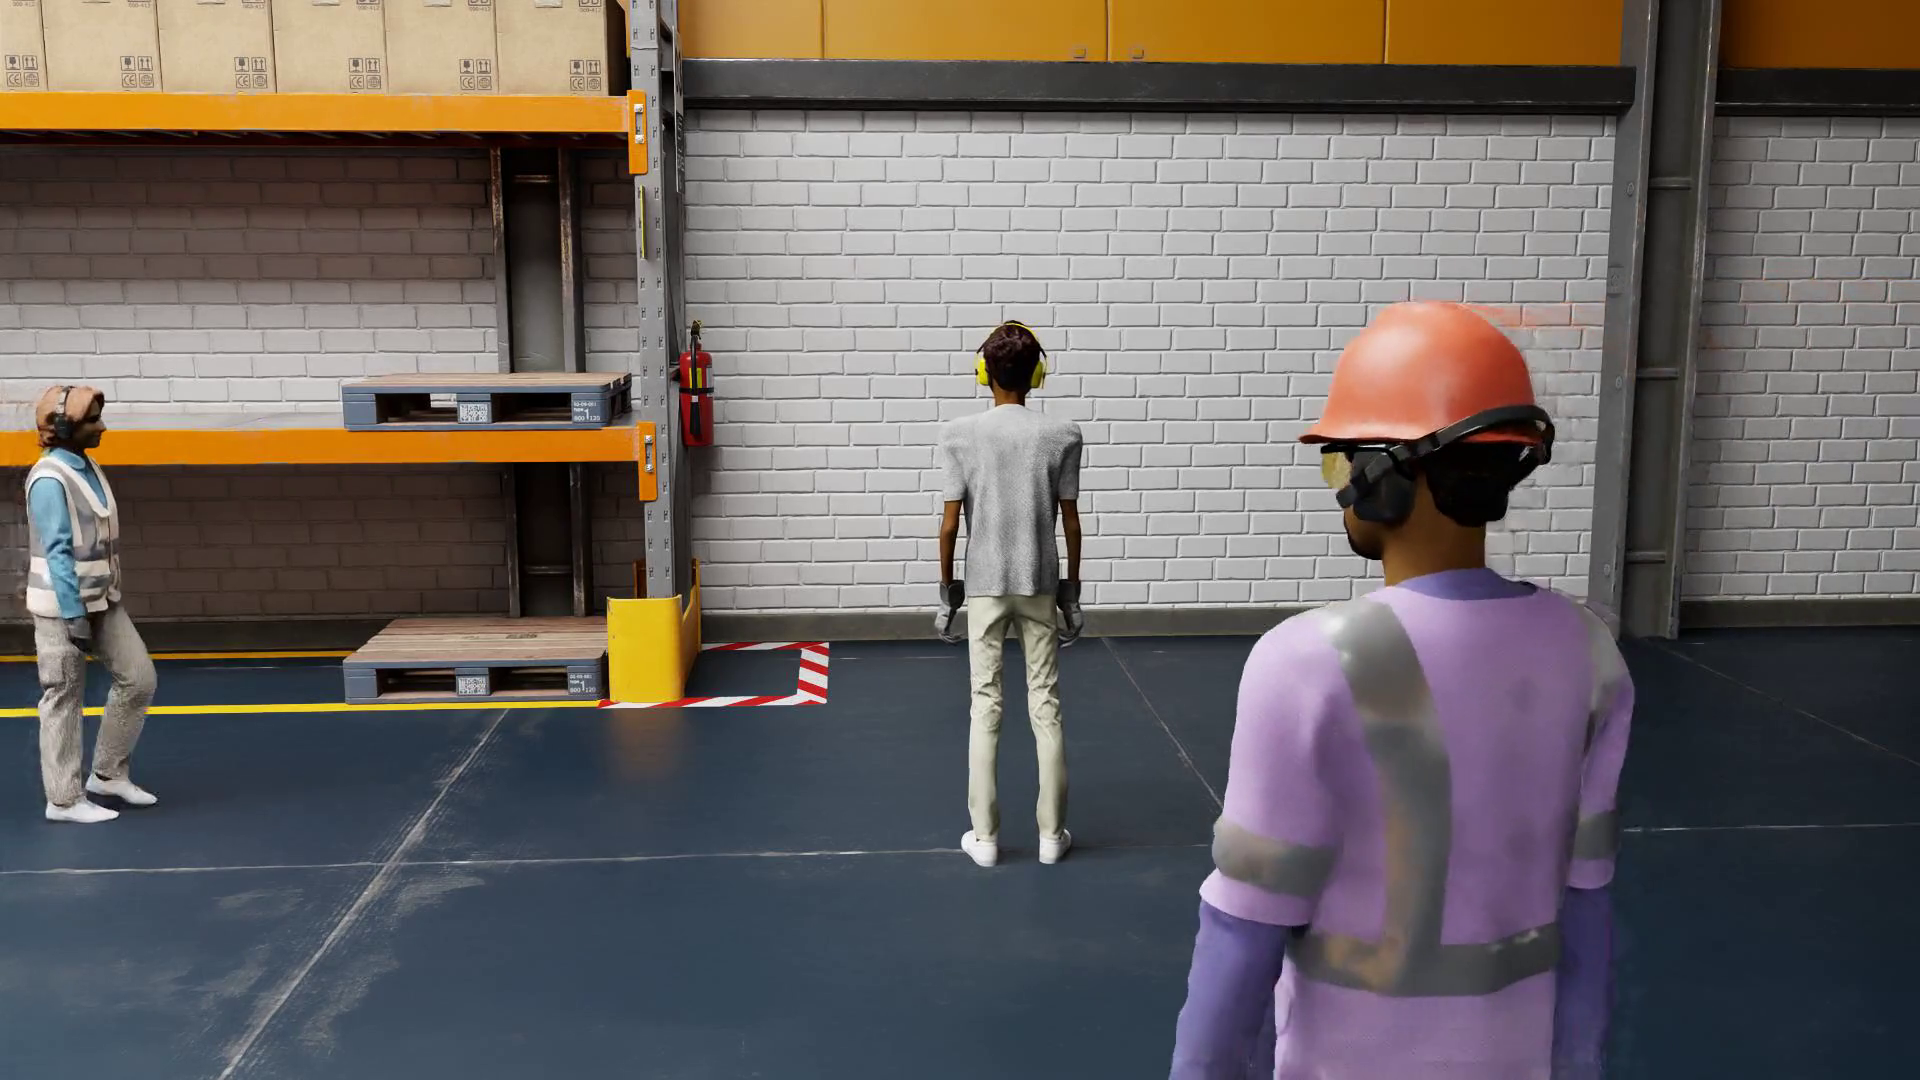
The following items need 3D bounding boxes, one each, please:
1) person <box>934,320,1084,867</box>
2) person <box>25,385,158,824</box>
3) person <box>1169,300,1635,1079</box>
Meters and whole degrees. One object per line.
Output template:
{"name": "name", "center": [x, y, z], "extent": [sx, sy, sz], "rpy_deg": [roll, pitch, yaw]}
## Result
{"name": "person", "center": [0.167, 0.189, 5.703], "extent": [0.515, 1.872, 0.333], "rpy_deg": [0, 9, -2]}
{"name": "person", "center": [-3.175, 0.248, 6.080], "extent": [0.477, 1.621, 0.538], "rpy_deg": [-1, 9, -6]}
{"name": "person", "center": [0.617, 0.703, 2.102], "extent": [0.622, 2.004, 1.028], "rpy_deg": [-7, 11, -36]}
